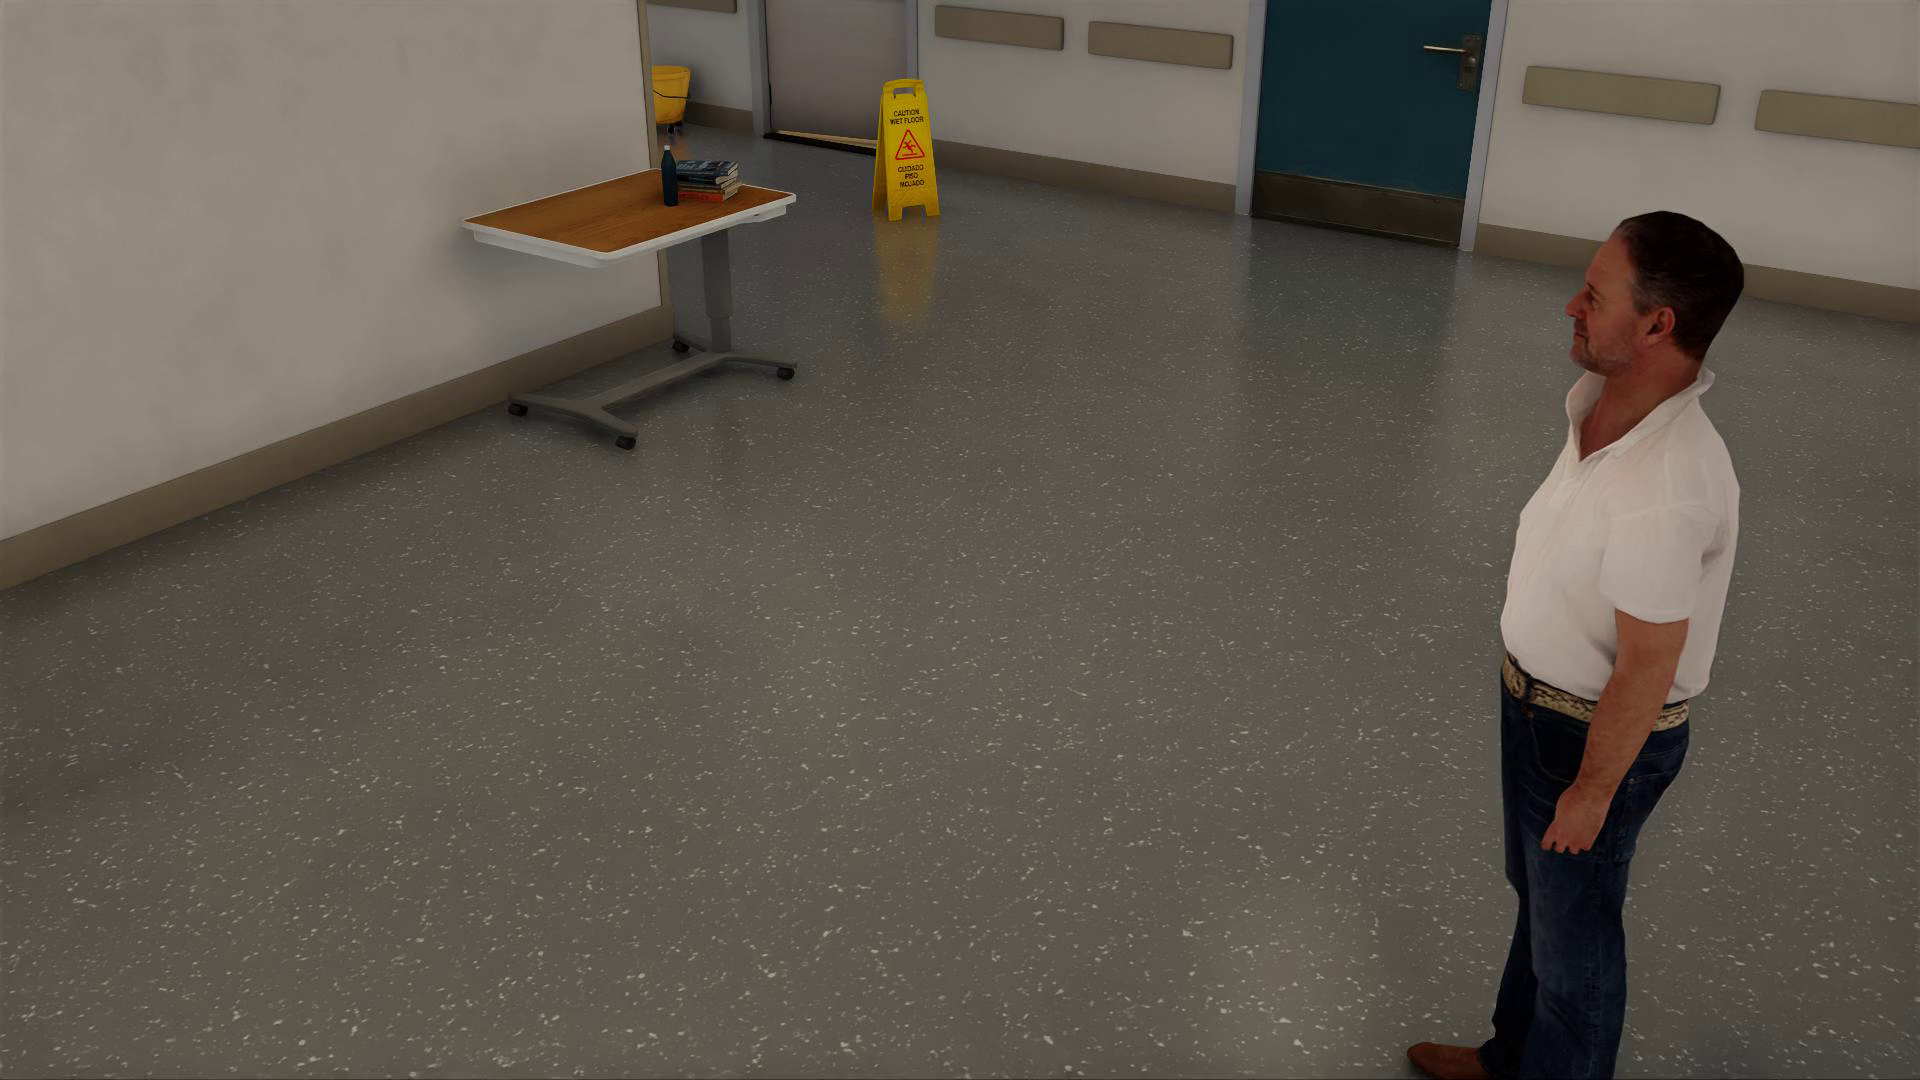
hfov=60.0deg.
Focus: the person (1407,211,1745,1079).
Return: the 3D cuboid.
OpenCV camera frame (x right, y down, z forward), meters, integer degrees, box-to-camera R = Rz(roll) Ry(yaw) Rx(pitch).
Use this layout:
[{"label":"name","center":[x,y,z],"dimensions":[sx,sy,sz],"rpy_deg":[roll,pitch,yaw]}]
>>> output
[{"label":"person","center":[1.101,0.342,2.875],"dimensions":[0.731,1.856,0.744],"rpy_deg":[4,26,8]}]
